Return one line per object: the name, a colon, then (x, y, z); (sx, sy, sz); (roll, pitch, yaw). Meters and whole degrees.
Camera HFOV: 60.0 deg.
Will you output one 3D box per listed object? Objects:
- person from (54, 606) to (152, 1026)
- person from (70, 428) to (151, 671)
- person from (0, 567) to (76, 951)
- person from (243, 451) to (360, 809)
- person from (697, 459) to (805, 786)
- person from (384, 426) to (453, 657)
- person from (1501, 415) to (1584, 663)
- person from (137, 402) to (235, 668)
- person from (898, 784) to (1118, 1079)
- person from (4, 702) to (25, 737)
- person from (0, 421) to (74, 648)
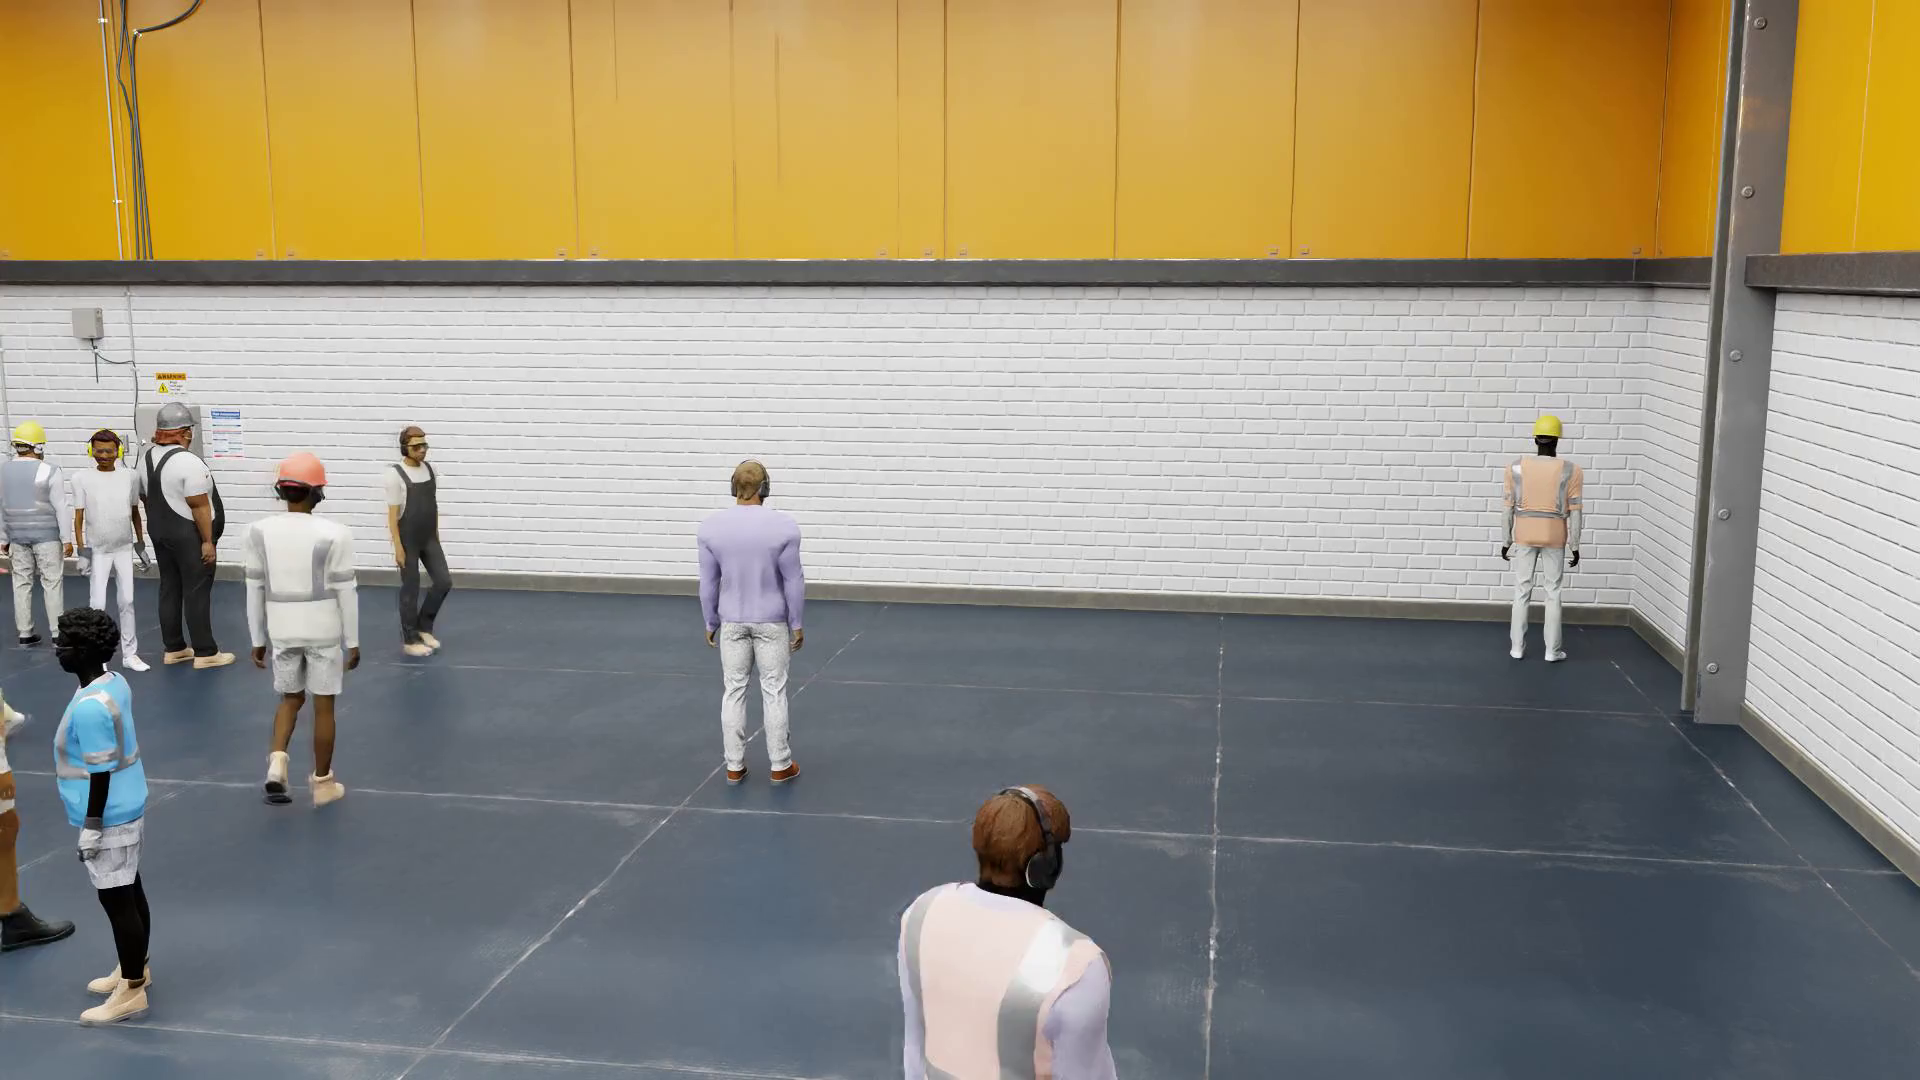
person: (-3.471, 1.104, 6.743); (0.320, 1.697, 0.531); (-3, 10, -19)
person: (-6.363, 0.091, 12.484); (0.330, 1.865, 0.518); (9, 13, 44)
person: (-4.367, 0.927, 7.179); (0.792, 1.912, 0.550); (-8, 12, -41)
person: (-3.663, 0.525, 9.281); (0.614, 2.030, 0.528); (0, 9, 3)
person: (-1.217, 0.493, 9.790); (0.627, 1.934, 0.371); (1, 9, 6)
person: (-4.258, 0.016, 13.044); (0.425, 1.827, 0.537); (5, 11, 29)
person: (4.508, -0.008, 12.899); (0.595, 1.923, 0.374); (5, 10, 26)
person: (-5.920, -0.044, 12.767); (0.683, 2.000, 0.537); (5, 11, 29)
person: (0.089, 1.489, 3.987); (0.579, 1.830, 0.636); (-8, 12, -41)
person: (-6.344, 0.568, 10.384); (0.535, 1.593, 0.753); (6, 11, 34)
person: (-7.426, -0.038, 13.373); (0.599, 1.830, 0.403); (0, 9, 1)
